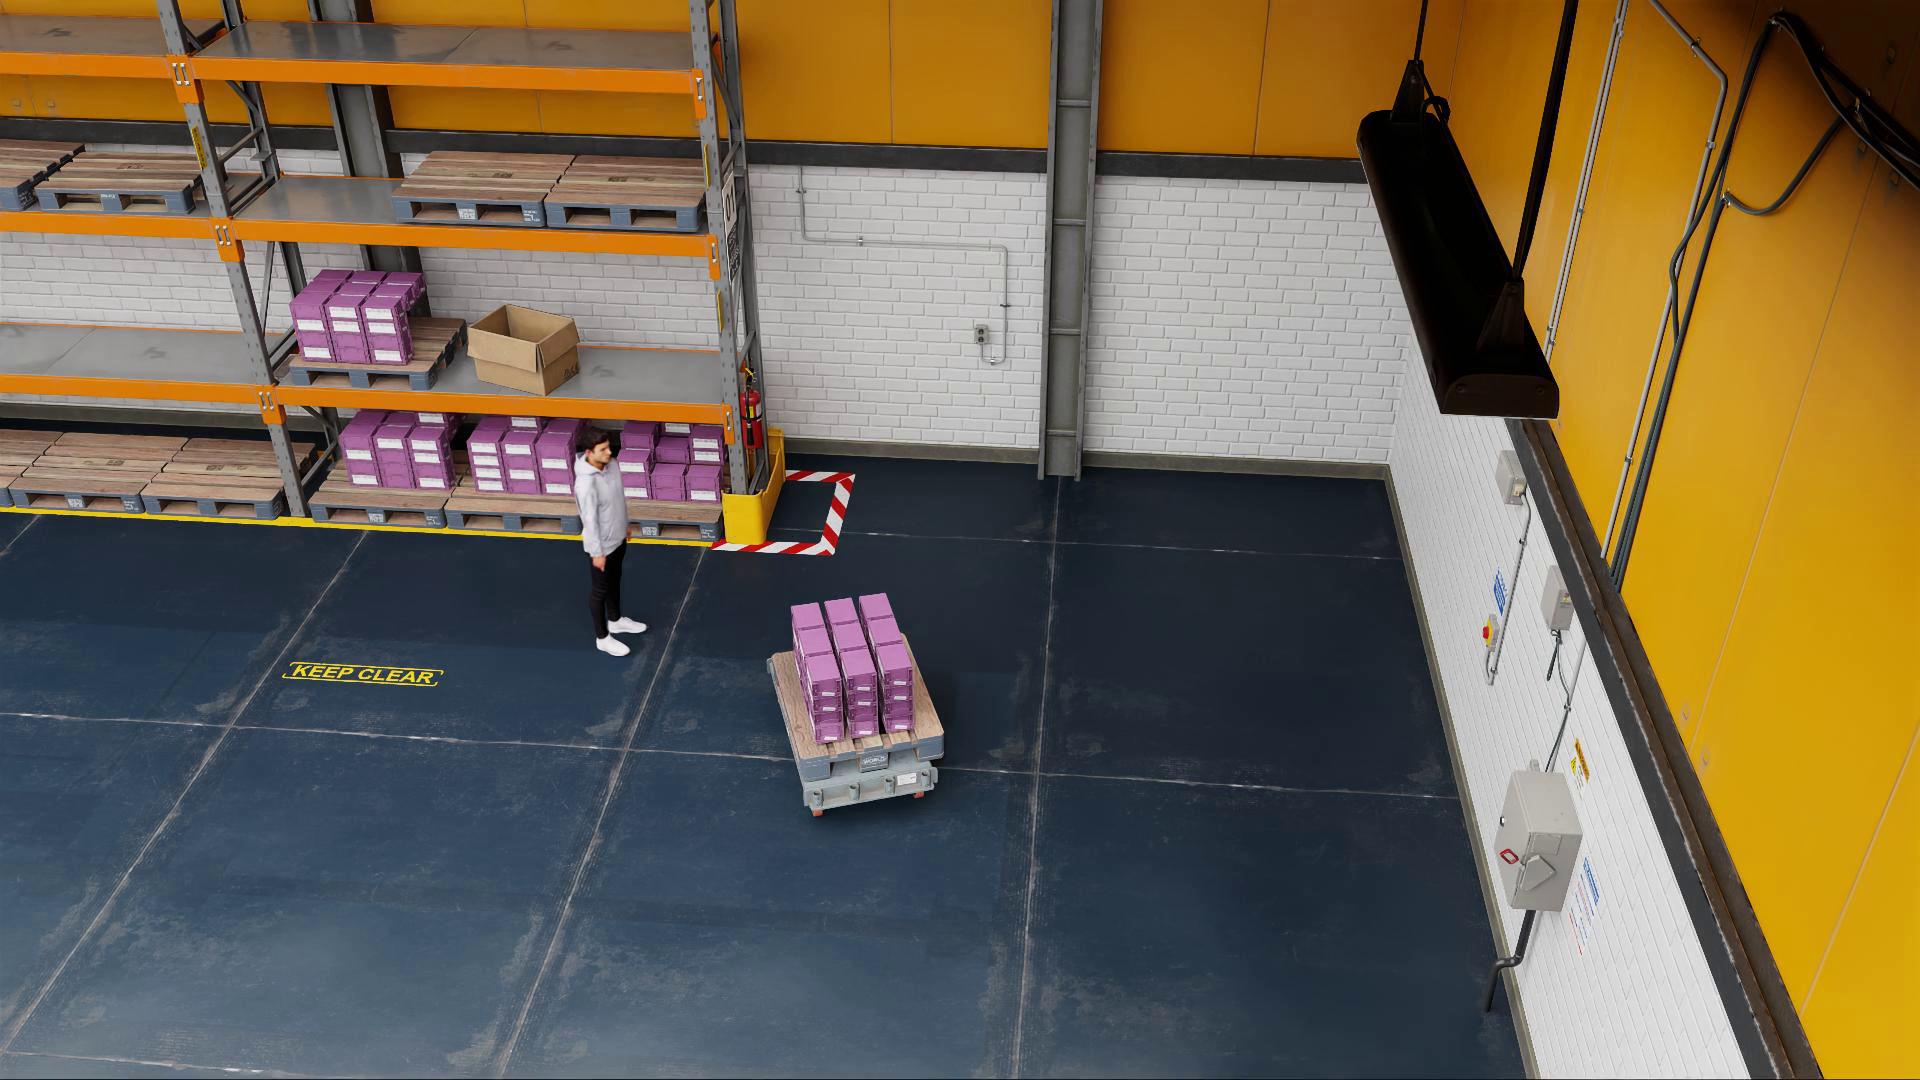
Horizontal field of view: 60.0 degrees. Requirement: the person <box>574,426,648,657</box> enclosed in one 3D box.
[{"bbox_3d":[-2.723,-0.022,12.719,0.639,1.929,0.718,9,35,13],"label":"person"}]
